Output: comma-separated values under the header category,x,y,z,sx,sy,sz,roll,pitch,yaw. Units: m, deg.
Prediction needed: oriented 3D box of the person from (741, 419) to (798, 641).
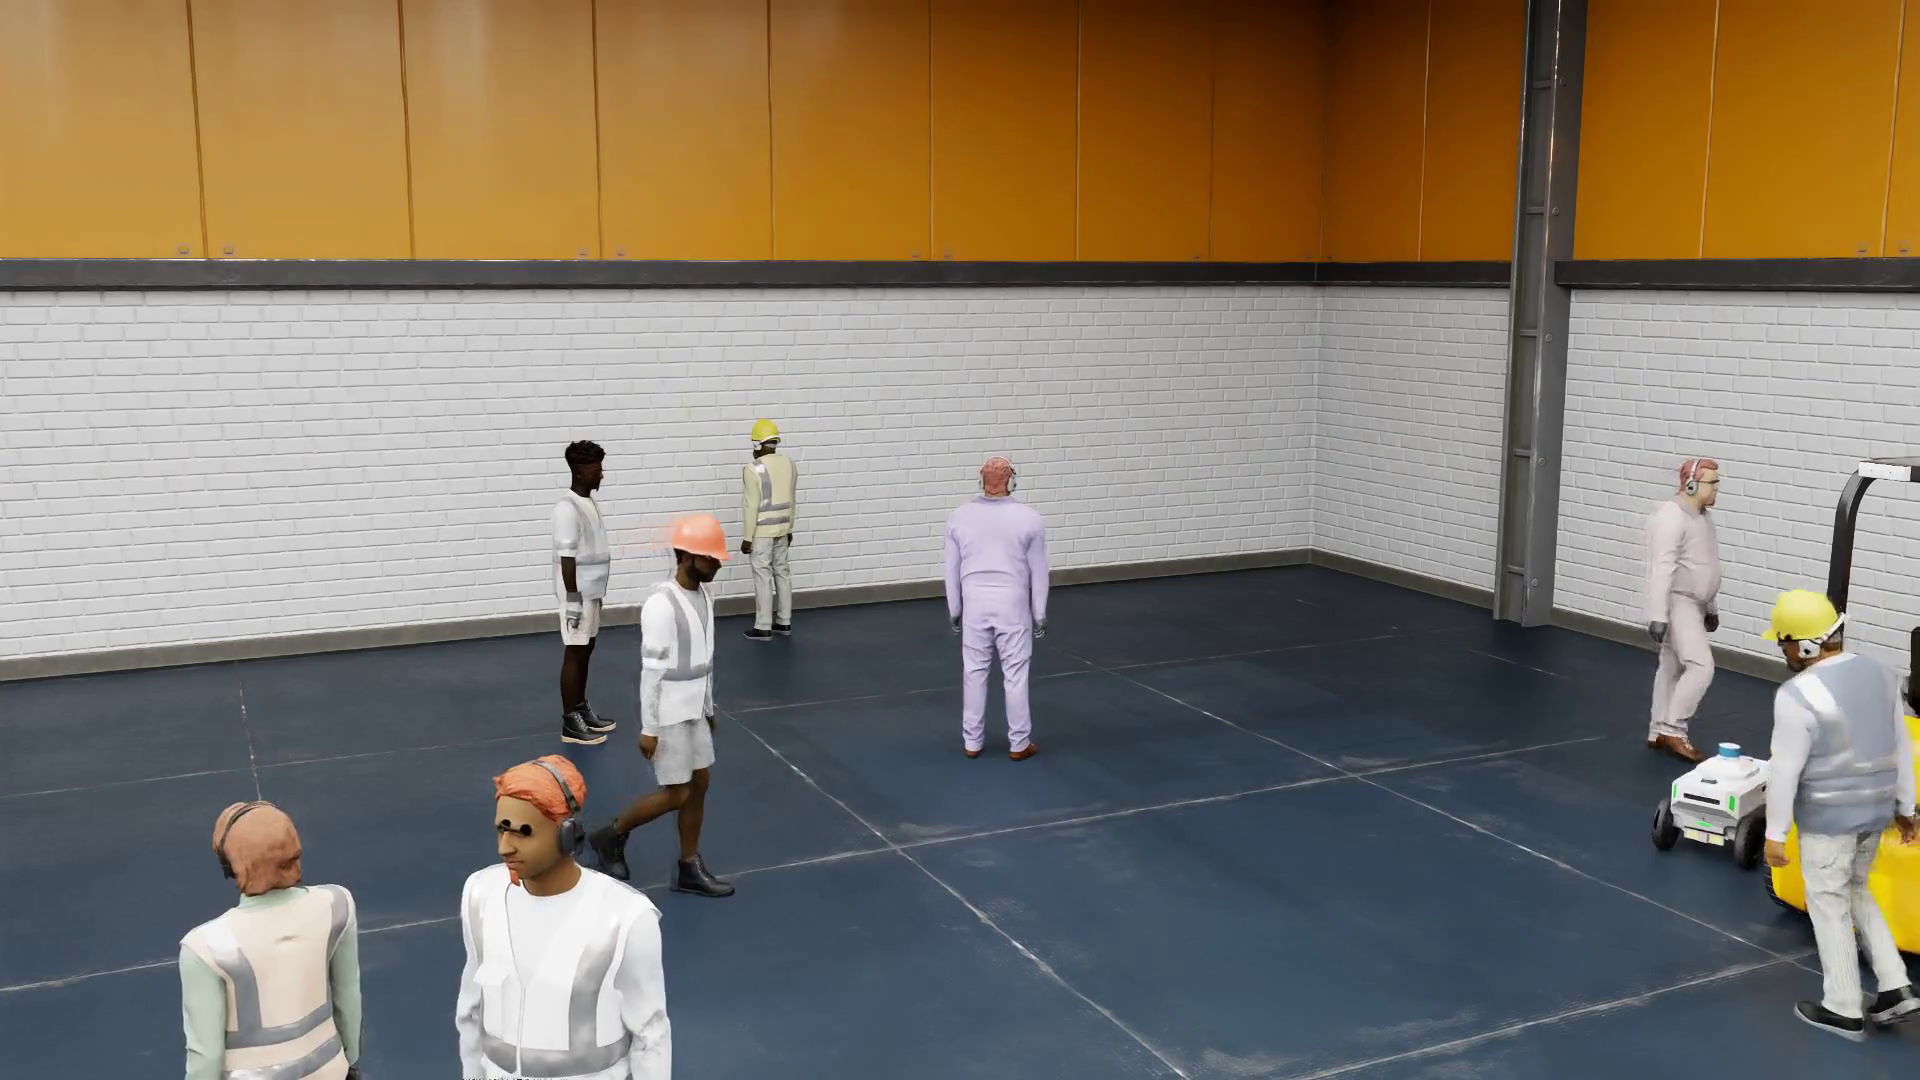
category,x,y,z,sx,sy,sz,roll,pitch,yaw
person,-1.600,-0.088,13.754,0.404,1.831,0.600,6,11,34

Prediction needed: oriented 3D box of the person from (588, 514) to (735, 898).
category,x,y,z,sx,sy,sz,roll,pitch,yaw
person,-1.406,0.809,7.989,0.688,1.911,0.549,3,9,15

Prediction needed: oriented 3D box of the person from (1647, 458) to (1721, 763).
category,x,y,z,sx,sy,sz,roll,pitch,yaw
person,4.558,0.436,10.315,0.542,1.887,0.679,7,12,39

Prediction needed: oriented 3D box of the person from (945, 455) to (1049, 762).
category,x,y,z,sx,sy,sz,roll,pitch,yaw
person,0.241,0.425,10.351,0.651,1.906,0.402,3,9,15

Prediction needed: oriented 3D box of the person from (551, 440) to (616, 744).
category,x,y,z,sx,sy,sz,roll,pitch,yaw
person,-2.442,0.326,10.782,0.367,1.962,0.613,0,9,1

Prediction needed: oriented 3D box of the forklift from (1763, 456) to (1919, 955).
category,x,y,z,sx,sy,sz,roll,pitch,yaw
forklift,4.857,0.731,7.561,2.313,2.155,1.214,-4,10,-25

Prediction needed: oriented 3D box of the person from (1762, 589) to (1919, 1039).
category,x,y,z,sx,sy,sz,roll,pitch,yaw
person,3.472,1.088,6.619,0.628,1.784,0.579,-4,10,-25

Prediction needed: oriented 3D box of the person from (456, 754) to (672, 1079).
category,x,y,z,sx,sy,sz,roll,pitch,yaw
person,-0.983,1.443,4.100,0.578,1.882,0.346,4,10,22

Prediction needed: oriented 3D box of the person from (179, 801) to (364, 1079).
category,x,y,z,sx,sy,sz,roll,pitch,yaw
person,-1.837,1.503,4.490,0.307,1.636,0.525,6,11,34

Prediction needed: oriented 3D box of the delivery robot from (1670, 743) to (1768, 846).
category,x,y,z,sx,sy,sz,roll,pitch,yaw
delivery robot,4.030,1.311,8.740,0.477,0.478,0.707,9,13,44
